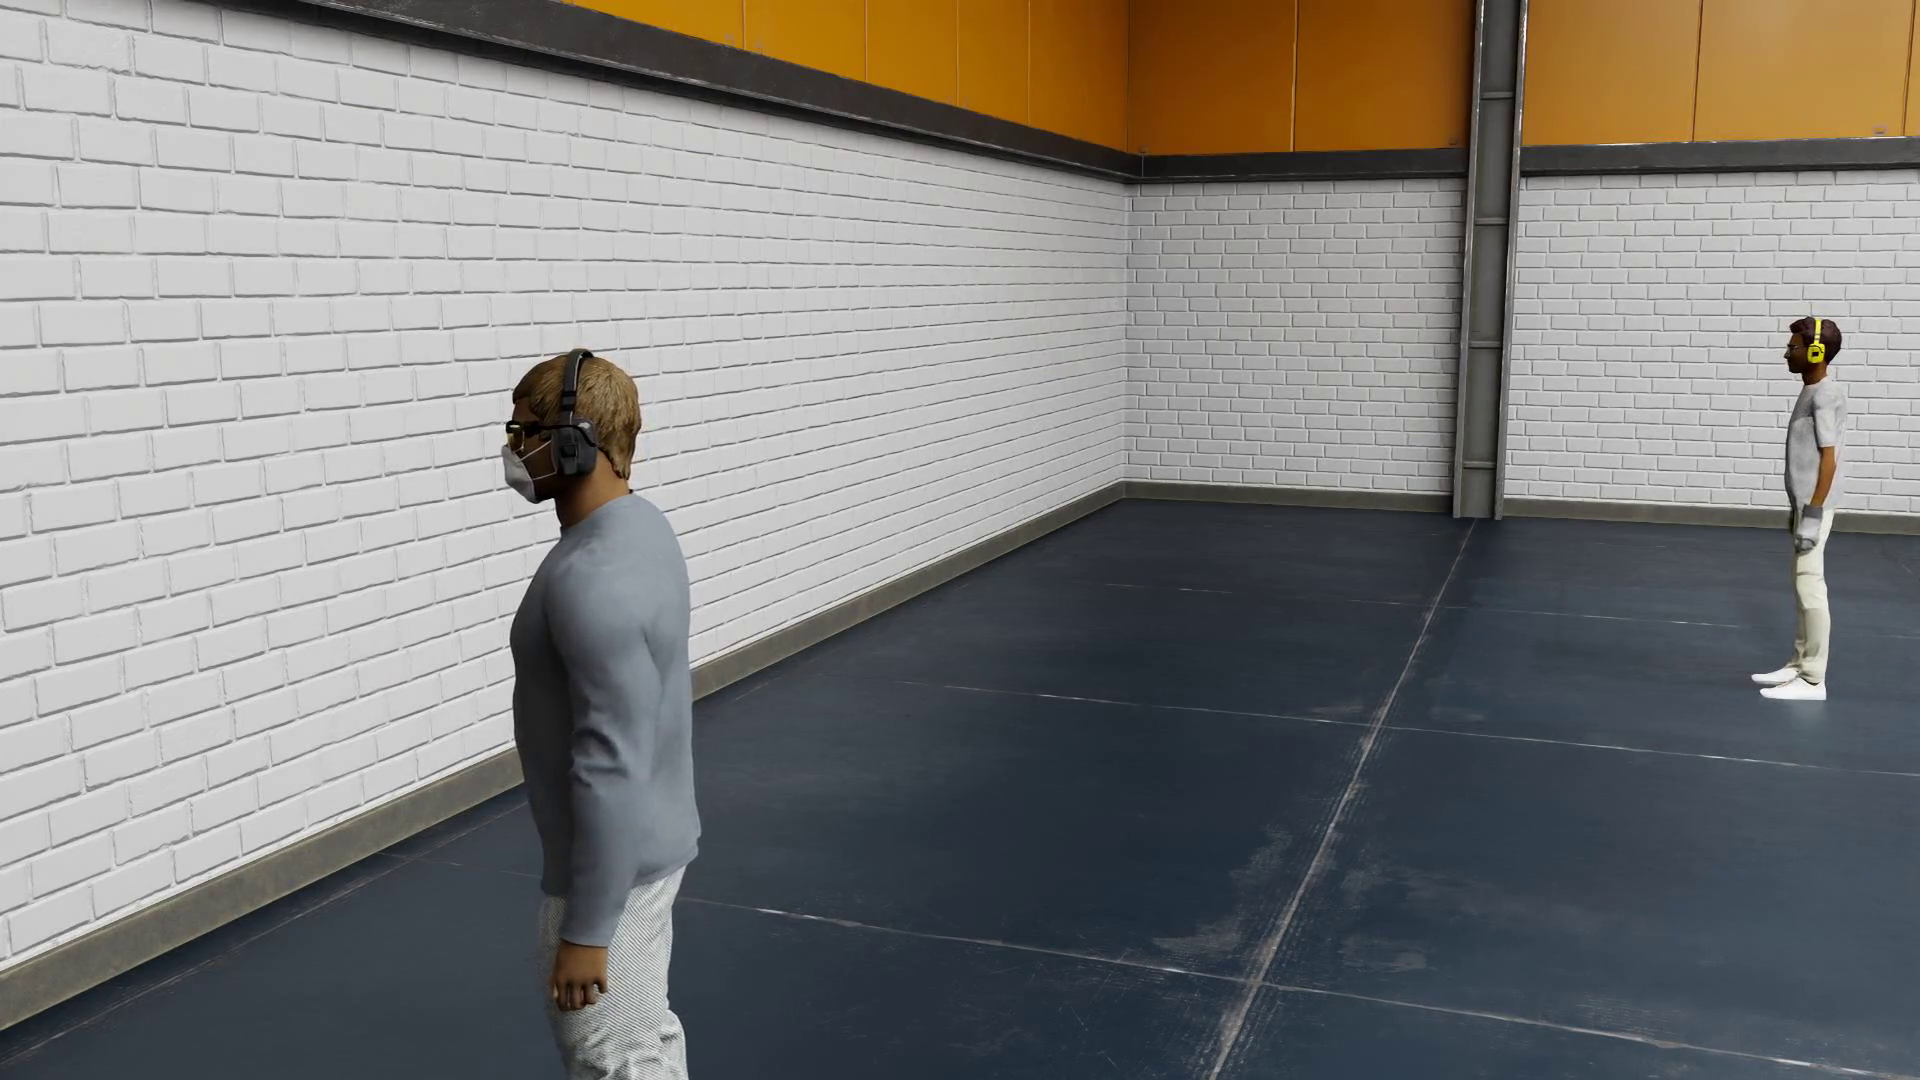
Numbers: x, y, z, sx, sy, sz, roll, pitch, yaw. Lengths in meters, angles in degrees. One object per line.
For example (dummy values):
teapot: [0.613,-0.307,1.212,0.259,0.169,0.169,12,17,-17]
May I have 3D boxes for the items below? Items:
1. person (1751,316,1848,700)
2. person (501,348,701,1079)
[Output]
person: [4.124,-0.148,8.118,0.335,1.873,0.519,4,10,22]
person: [-0.668,0.615,3.112,0.359,1.938,0.635,-1,9,-7]
